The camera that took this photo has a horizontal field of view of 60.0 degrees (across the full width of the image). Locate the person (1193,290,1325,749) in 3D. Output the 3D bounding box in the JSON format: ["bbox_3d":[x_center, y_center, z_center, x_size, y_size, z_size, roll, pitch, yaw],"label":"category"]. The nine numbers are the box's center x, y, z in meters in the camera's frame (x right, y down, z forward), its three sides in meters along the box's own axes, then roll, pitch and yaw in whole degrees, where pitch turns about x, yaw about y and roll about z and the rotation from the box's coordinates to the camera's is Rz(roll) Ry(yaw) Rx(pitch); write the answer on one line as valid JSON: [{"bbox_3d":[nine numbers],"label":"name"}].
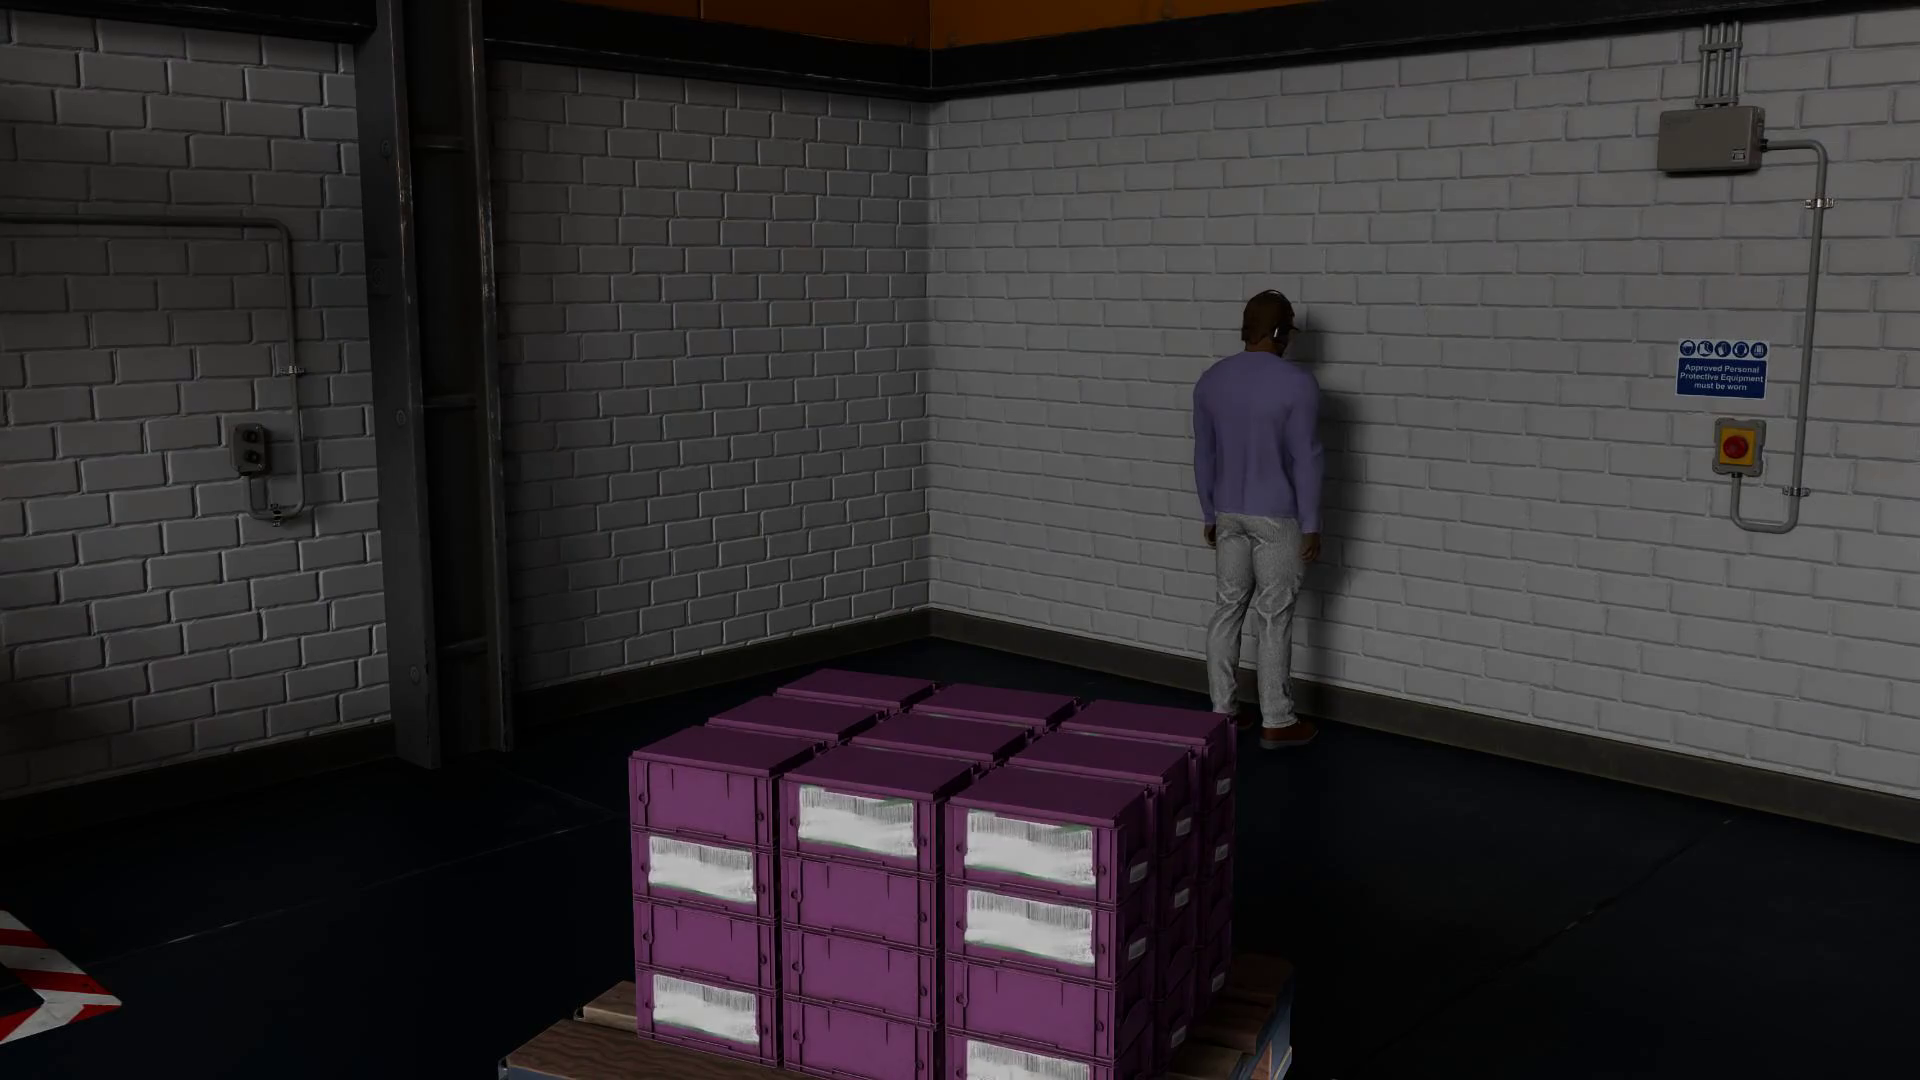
[{"bbox_3d":[1.272,-0.086,7.069,0.372,1.934,0.627,-9,13,-43],"label":"person"}]
